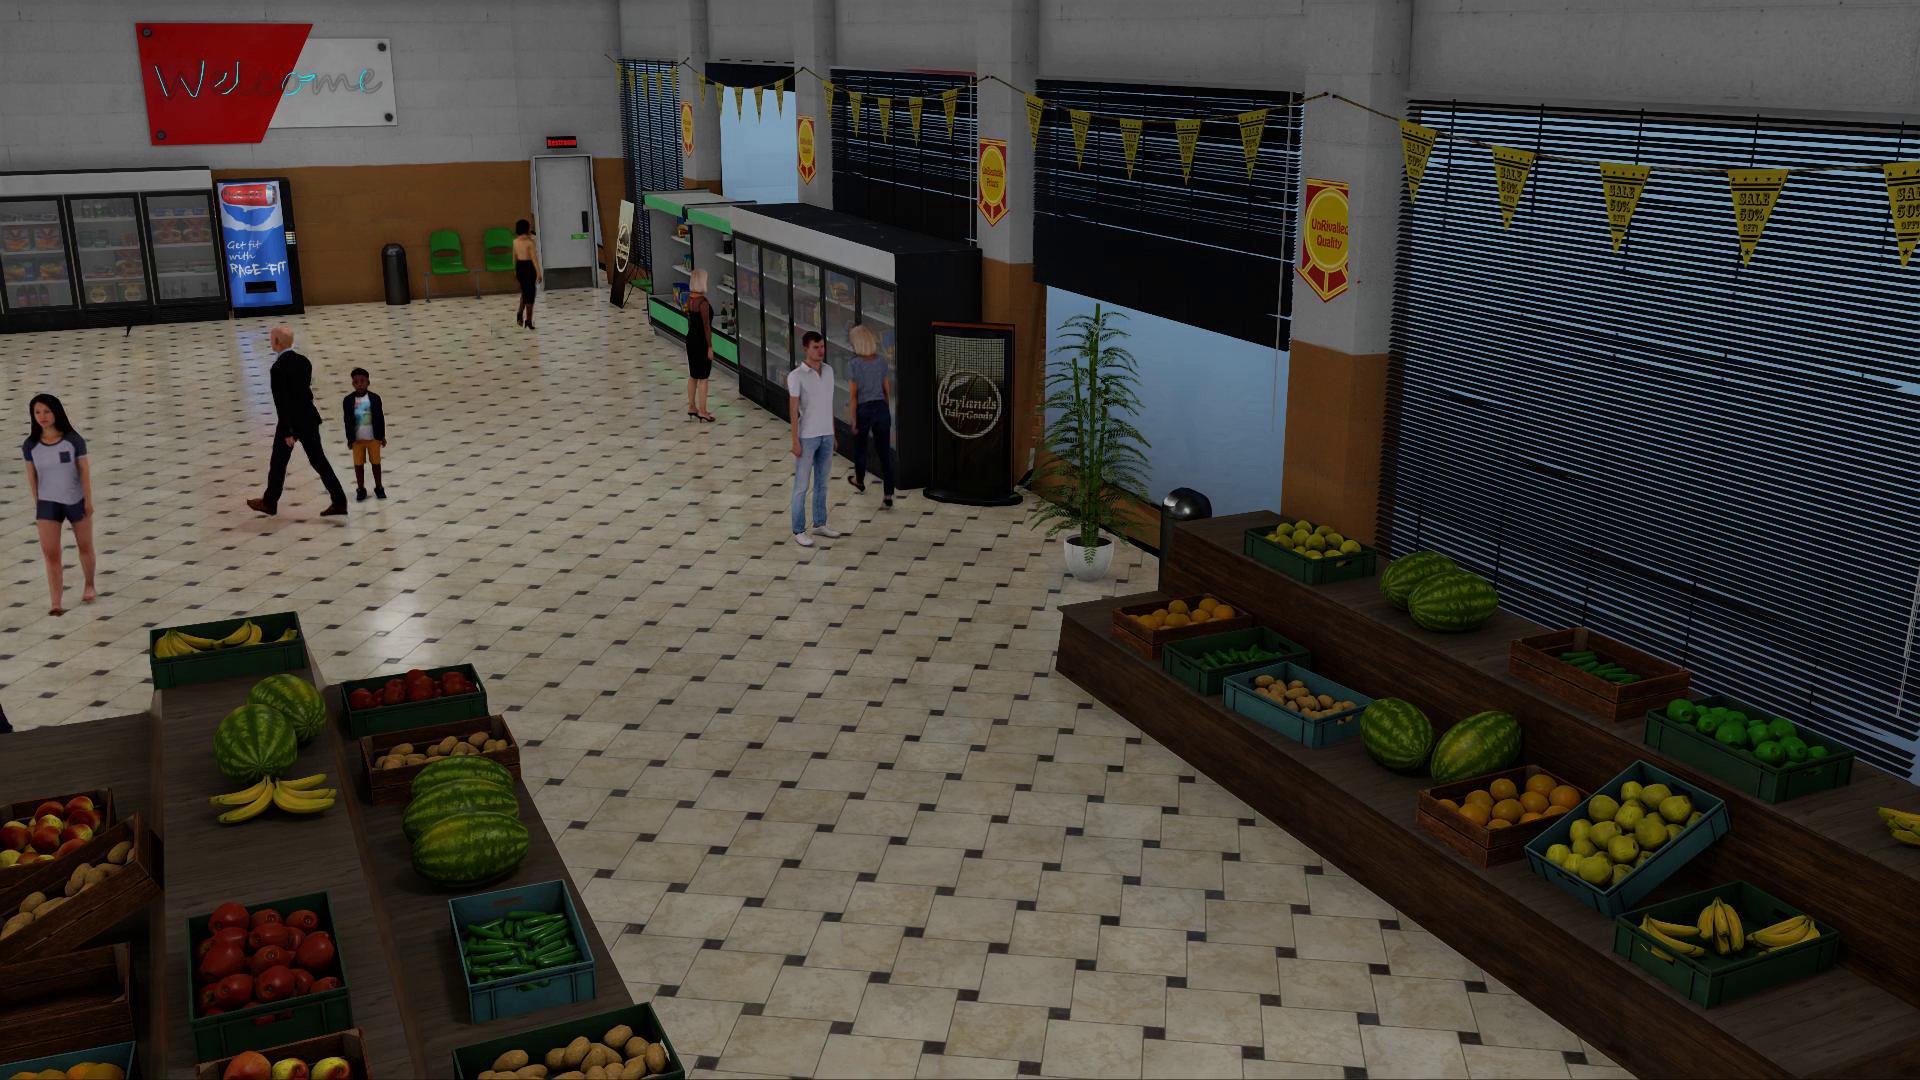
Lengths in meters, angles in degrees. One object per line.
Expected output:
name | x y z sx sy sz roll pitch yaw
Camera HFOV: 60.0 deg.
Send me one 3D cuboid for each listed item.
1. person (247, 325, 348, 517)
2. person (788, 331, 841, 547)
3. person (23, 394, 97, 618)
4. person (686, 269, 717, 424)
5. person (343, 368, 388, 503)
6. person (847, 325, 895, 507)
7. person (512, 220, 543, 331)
person | -5.895 -1.011 14.986 1.262 1.748 1.233 5 18 17
person | -1.270 -0.897 14.438 0.687 1.850 0.726 15 22 40
person | -6.835 -0.288 12.749 0.641 1.666 1.085 -6 18 -20
person | -2.982 -2.220 18.979 0.682 1.743 0.523 -12 21 -35
person | -5.654 -1.012 15.811 0.519 1.272 0.532 -6 18 -20
person | -0.798 -1.104 15.450 0.684 1.658 1.160 -6 18 -18
person | -6.523 -3.930 24.772 0.756 1.648 0.819 9 19 26
